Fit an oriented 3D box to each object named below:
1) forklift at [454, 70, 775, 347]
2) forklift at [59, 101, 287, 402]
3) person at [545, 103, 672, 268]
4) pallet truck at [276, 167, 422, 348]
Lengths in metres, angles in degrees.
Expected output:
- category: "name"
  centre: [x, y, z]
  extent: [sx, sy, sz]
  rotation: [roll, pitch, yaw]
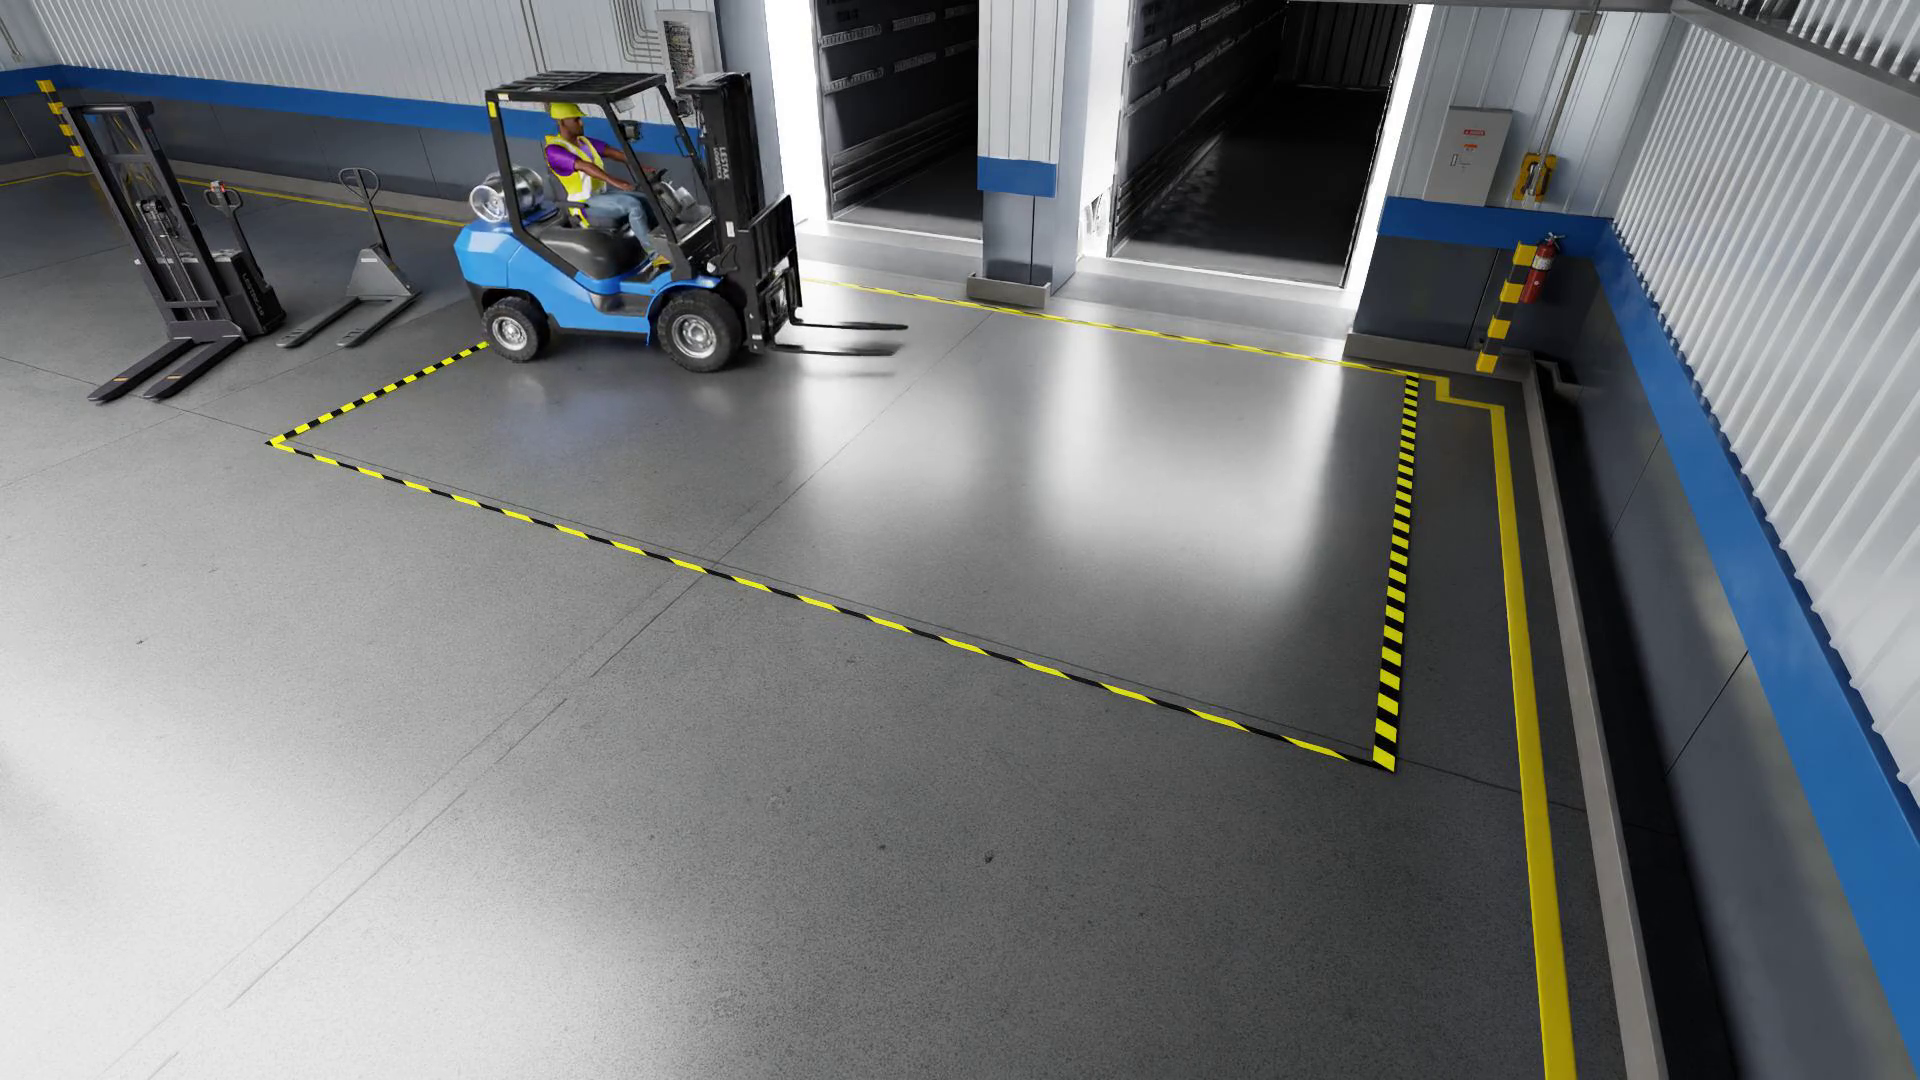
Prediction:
- category: "forklift"
  centre: [-2.876, -2.790, 7.700]
  extent: [2.680, 2.036, 1.157]
  rotation: [5, 35, 7]
- category: "forklift"
  centre: [-6.686, -2.387, 7.434]
  extent: [0.823, 1.965, 1.885]
  rotation: [-3, 35, -5]
- category: "person"
  centre: [-2.819, -2.934, 7.579]
  extent: [1.004, 1.293, 0.635]
  rotation: [5, 35, 7]
- category: "pallet truck"
  centre: [-5.732, -2.611, 8.414]
  extent: [0.680, 1.201, 1.601]
  rotation: [-1, 35, -1]
